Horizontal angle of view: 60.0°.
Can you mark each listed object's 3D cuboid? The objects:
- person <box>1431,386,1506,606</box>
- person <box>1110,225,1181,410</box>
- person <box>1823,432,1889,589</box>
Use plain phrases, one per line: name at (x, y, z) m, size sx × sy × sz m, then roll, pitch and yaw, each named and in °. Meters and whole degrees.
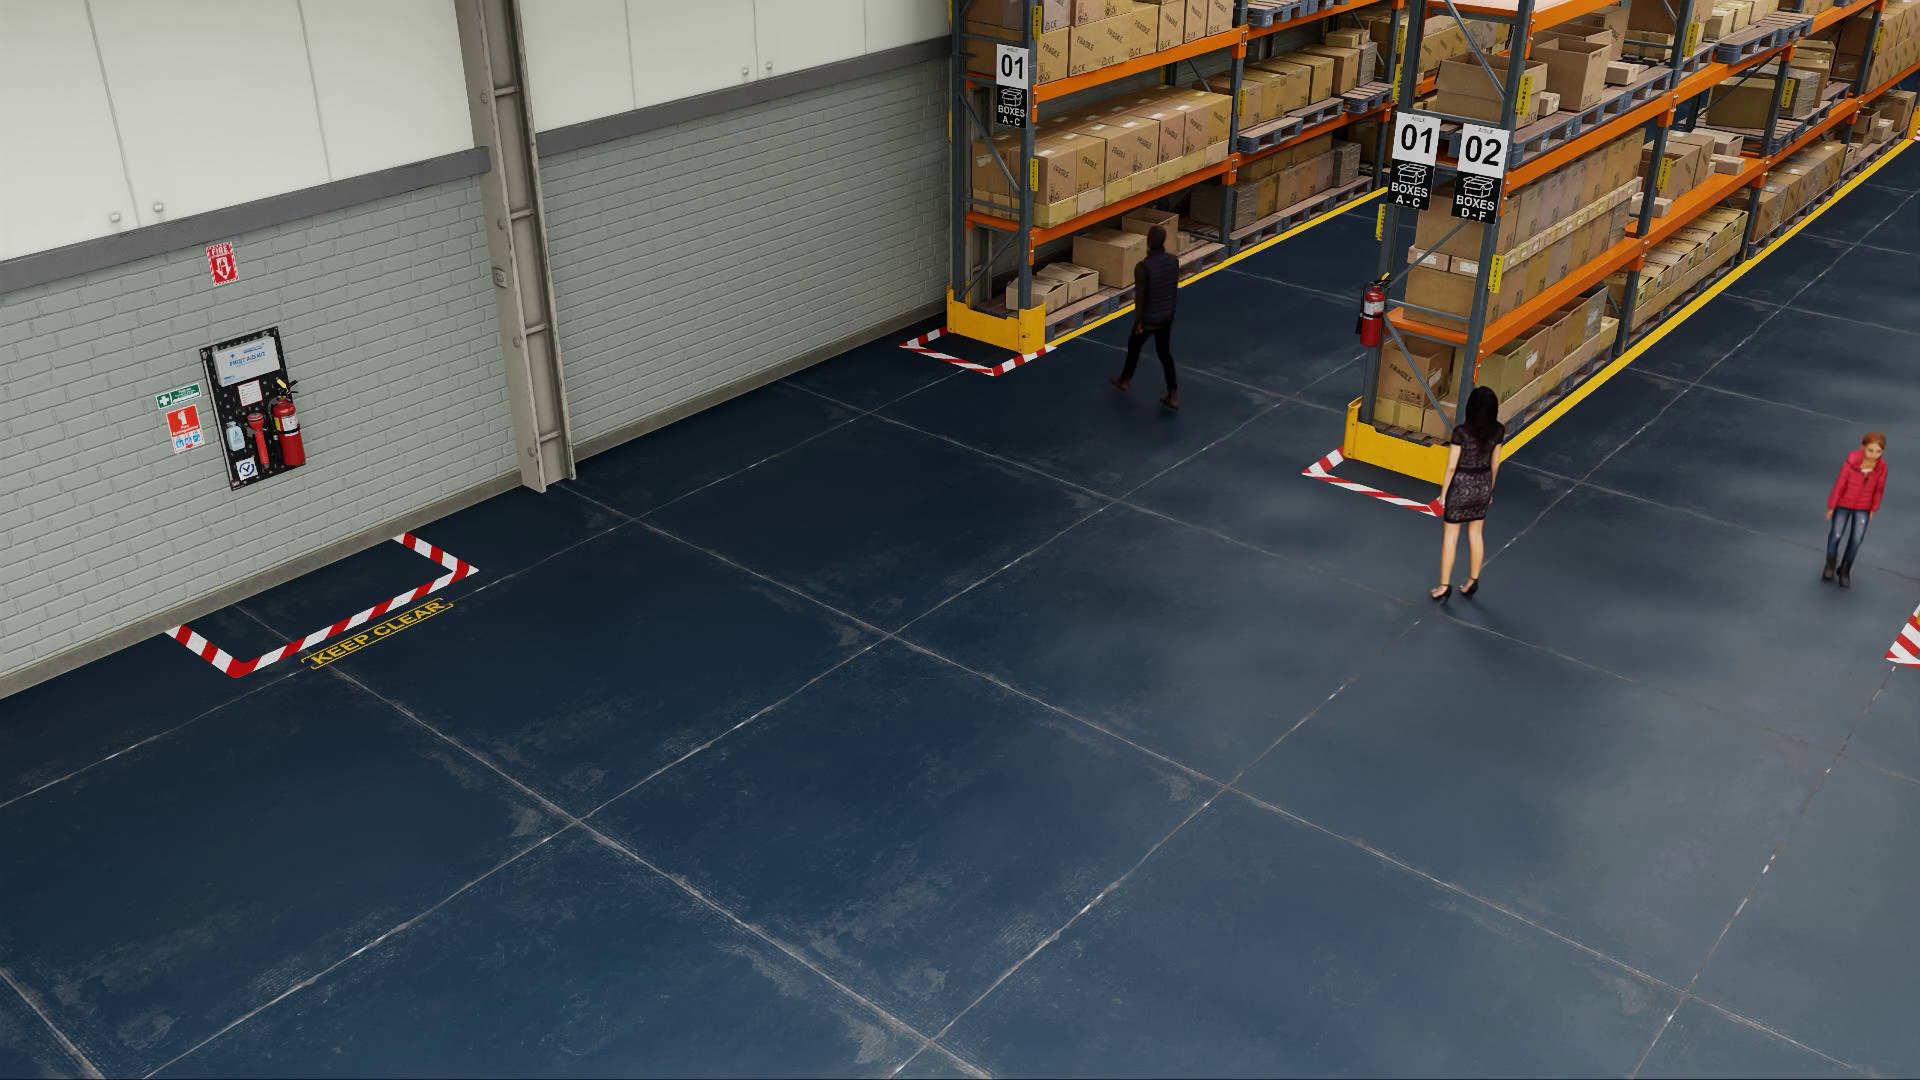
person at (3.914, -0.340, 12.807) m, size 0.621 × 1.789 × 0.723 m, roll -7°, pitch 29°, yaw -13°
person at (1.948, -2.127, 16.163) m, size 1.186 × 1.788 × 1.022 m, roll -16°, pitch 32°, yaw -28°
person at (7.093, -0.288, 13.228) m, size 0.595 × 1.303 × 0.648 m, roll 12°, pitch 30°, yaw 22°
